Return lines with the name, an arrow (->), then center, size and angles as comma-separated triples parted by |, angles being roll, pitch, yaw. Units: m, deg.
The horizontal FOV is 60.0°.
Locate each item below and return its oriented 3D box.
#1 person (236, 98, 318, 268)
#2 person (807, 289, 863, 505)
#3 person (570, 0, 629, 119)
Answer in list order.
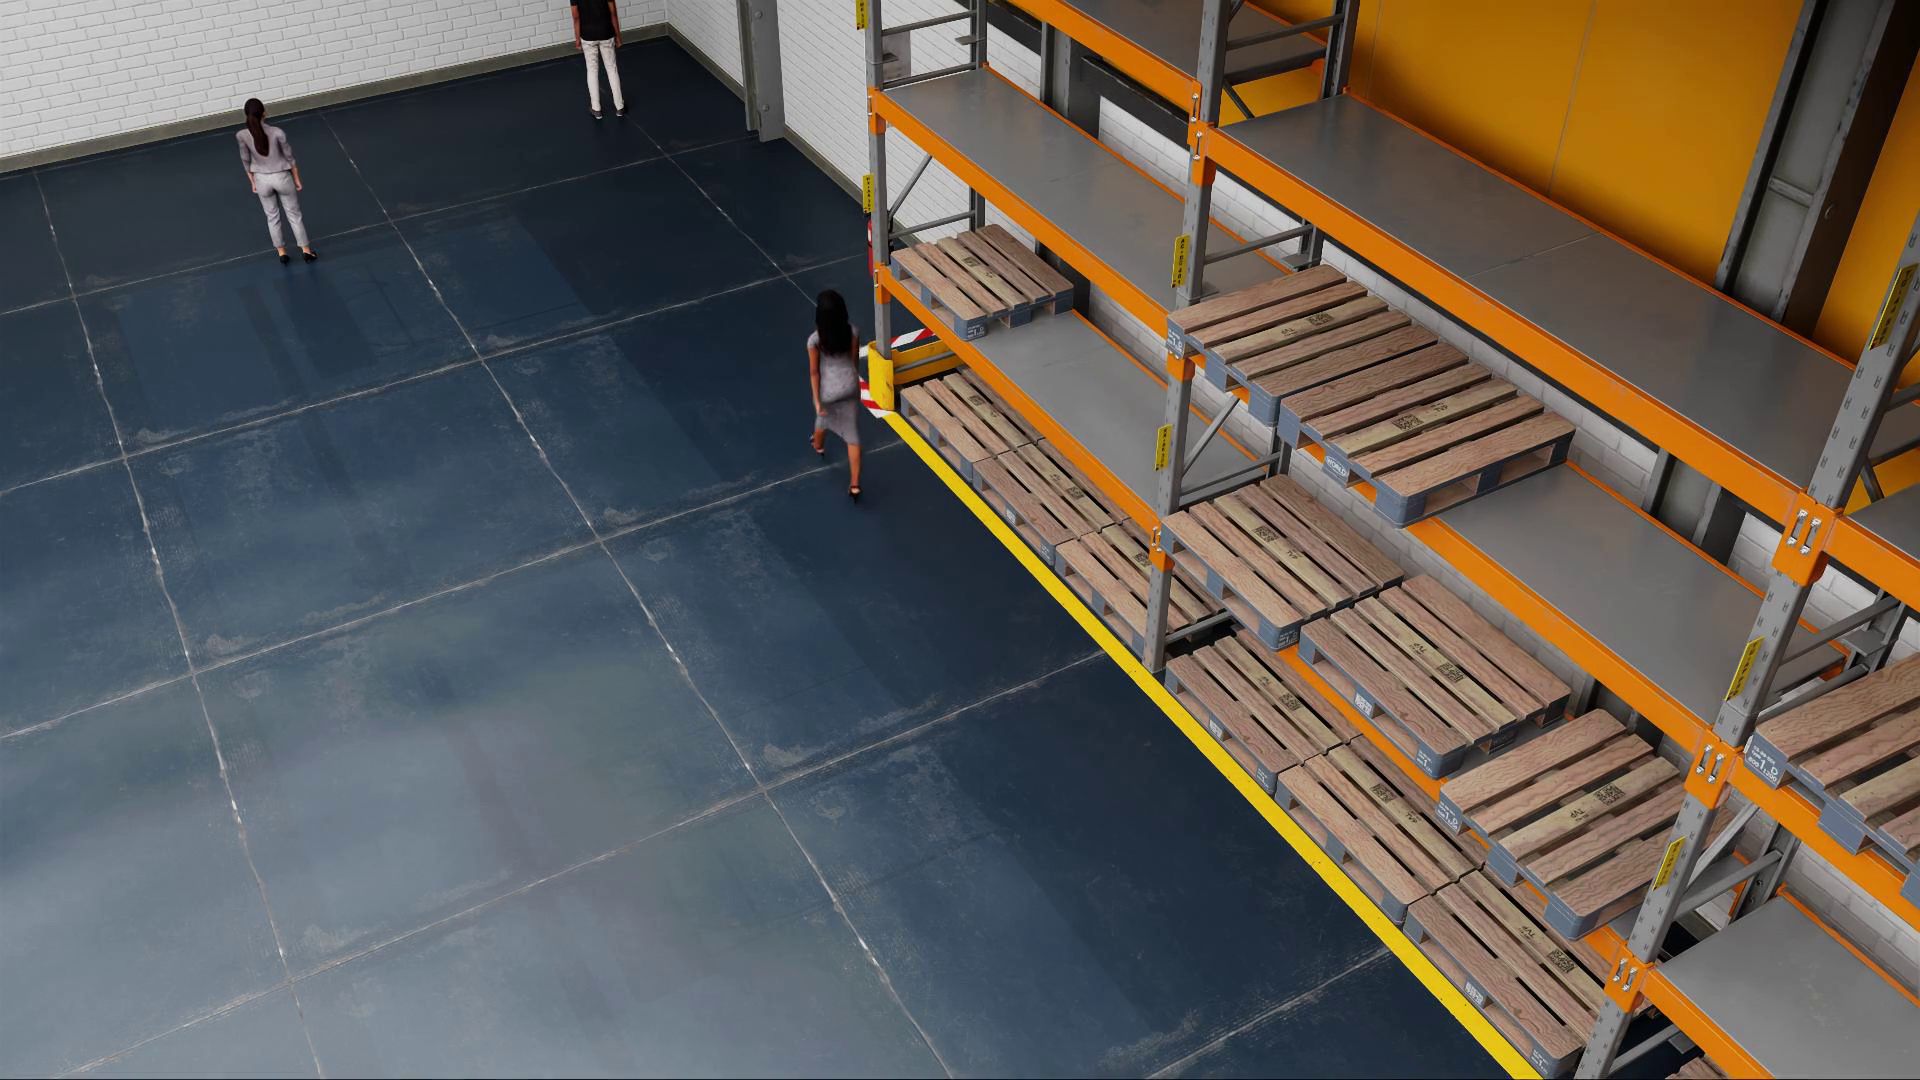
person -> -6.469, -3.367, 15.700 | 0.700, 1.678, 0.698 | -7, 39, -8
person -> -0.898, -1.062, 12.768 | 0.726, 1.737, 1.145 | -13, 40, -15
person -> -3.996, -5.547, 18.329 | 0.730, 1.805, 0.688 | -9, 39, -11
